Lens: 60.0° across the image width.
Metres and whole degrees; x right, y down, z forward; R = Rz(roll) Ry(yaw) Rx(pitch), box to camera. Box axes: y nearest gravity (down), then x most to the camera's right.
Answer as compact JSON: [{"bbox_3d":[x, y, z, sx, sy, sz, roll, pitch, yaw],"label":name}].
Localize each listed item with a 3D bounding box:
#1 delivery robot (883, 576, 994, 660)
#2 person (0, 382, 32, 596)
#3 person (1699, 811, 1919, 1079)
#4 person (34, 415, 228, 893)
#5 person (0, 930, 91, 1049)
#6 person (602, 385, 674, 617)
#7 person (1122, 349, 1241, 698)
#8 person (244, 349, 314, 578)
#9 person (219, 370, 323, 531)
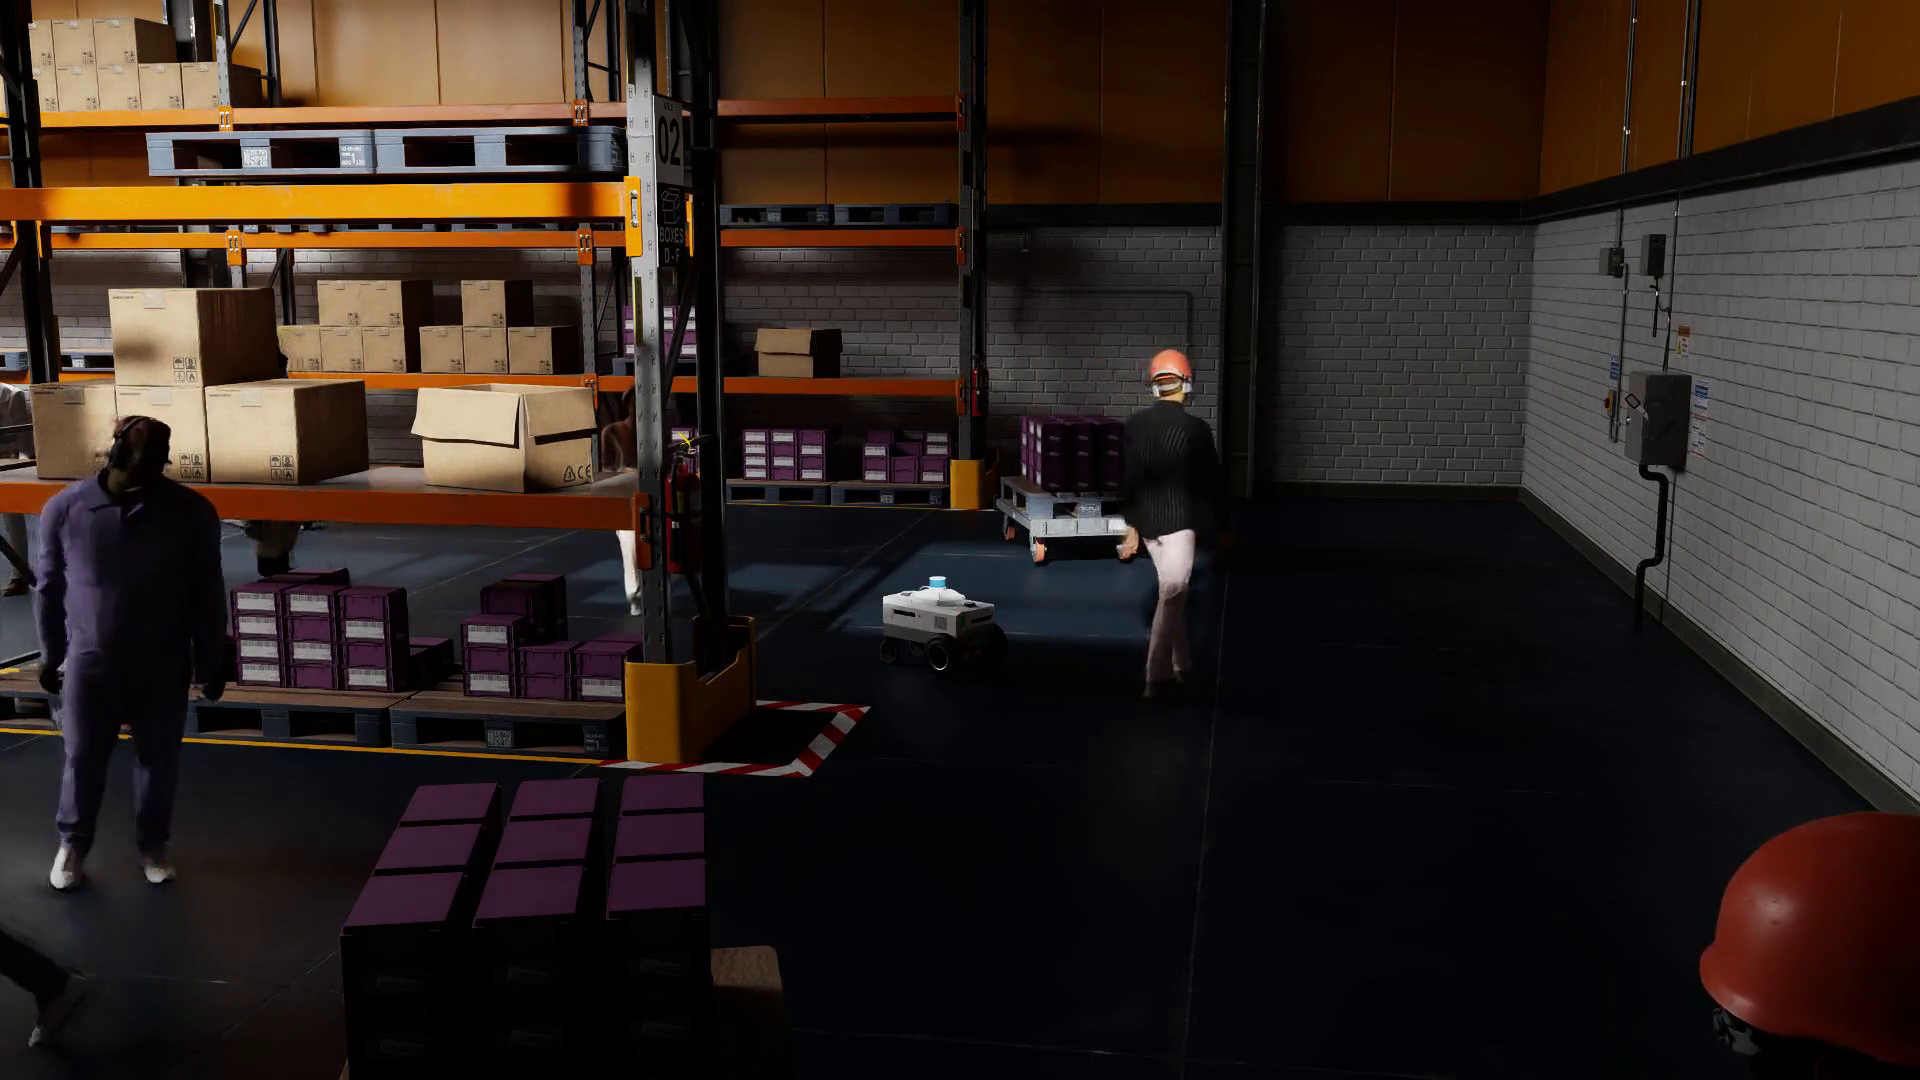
[{"bbox_3d":[-0.136,0.465,10.107,0.707,0.478,0.477,8,12,41],"label":"delivery robot"},{"bbox_3d":[-7.212,-0.518,12.389,0.575,1.882,0.361,0,9,3],"label":"person"},{"bbox_3d":[0.794,1.193,1.600,0.358,1.938,0.548,3,10,19],"label":"person"},{"bbox_3d":[-3.208,0.443,6.469,0.684,1.869,0.460,-4,10,-23],"label":"person"},{"bbox_3d":[-3.105,0.820,4.956,0.781,1.601,0.498,-6,11,-34],"label":"person"},{"bbox_3d":[-2.263,-0.284,11.721,0.513,1.631,0.414,-3,10,-17],"label":"person"},{"bbox_3d":[1.255,-0.086,9.442,0.568,1.968,0.703,-6,11,-35],"label":"person"},{"bbox_3d":[-4.253,-0.249,10.520,0.750,1.948,0.625,1,9,9],"label":"person"},{"bbox_3d":[-6.423,-1.000,15.397,0.977,1.870,0.610,-1,9,-8],"label":"person"}]
